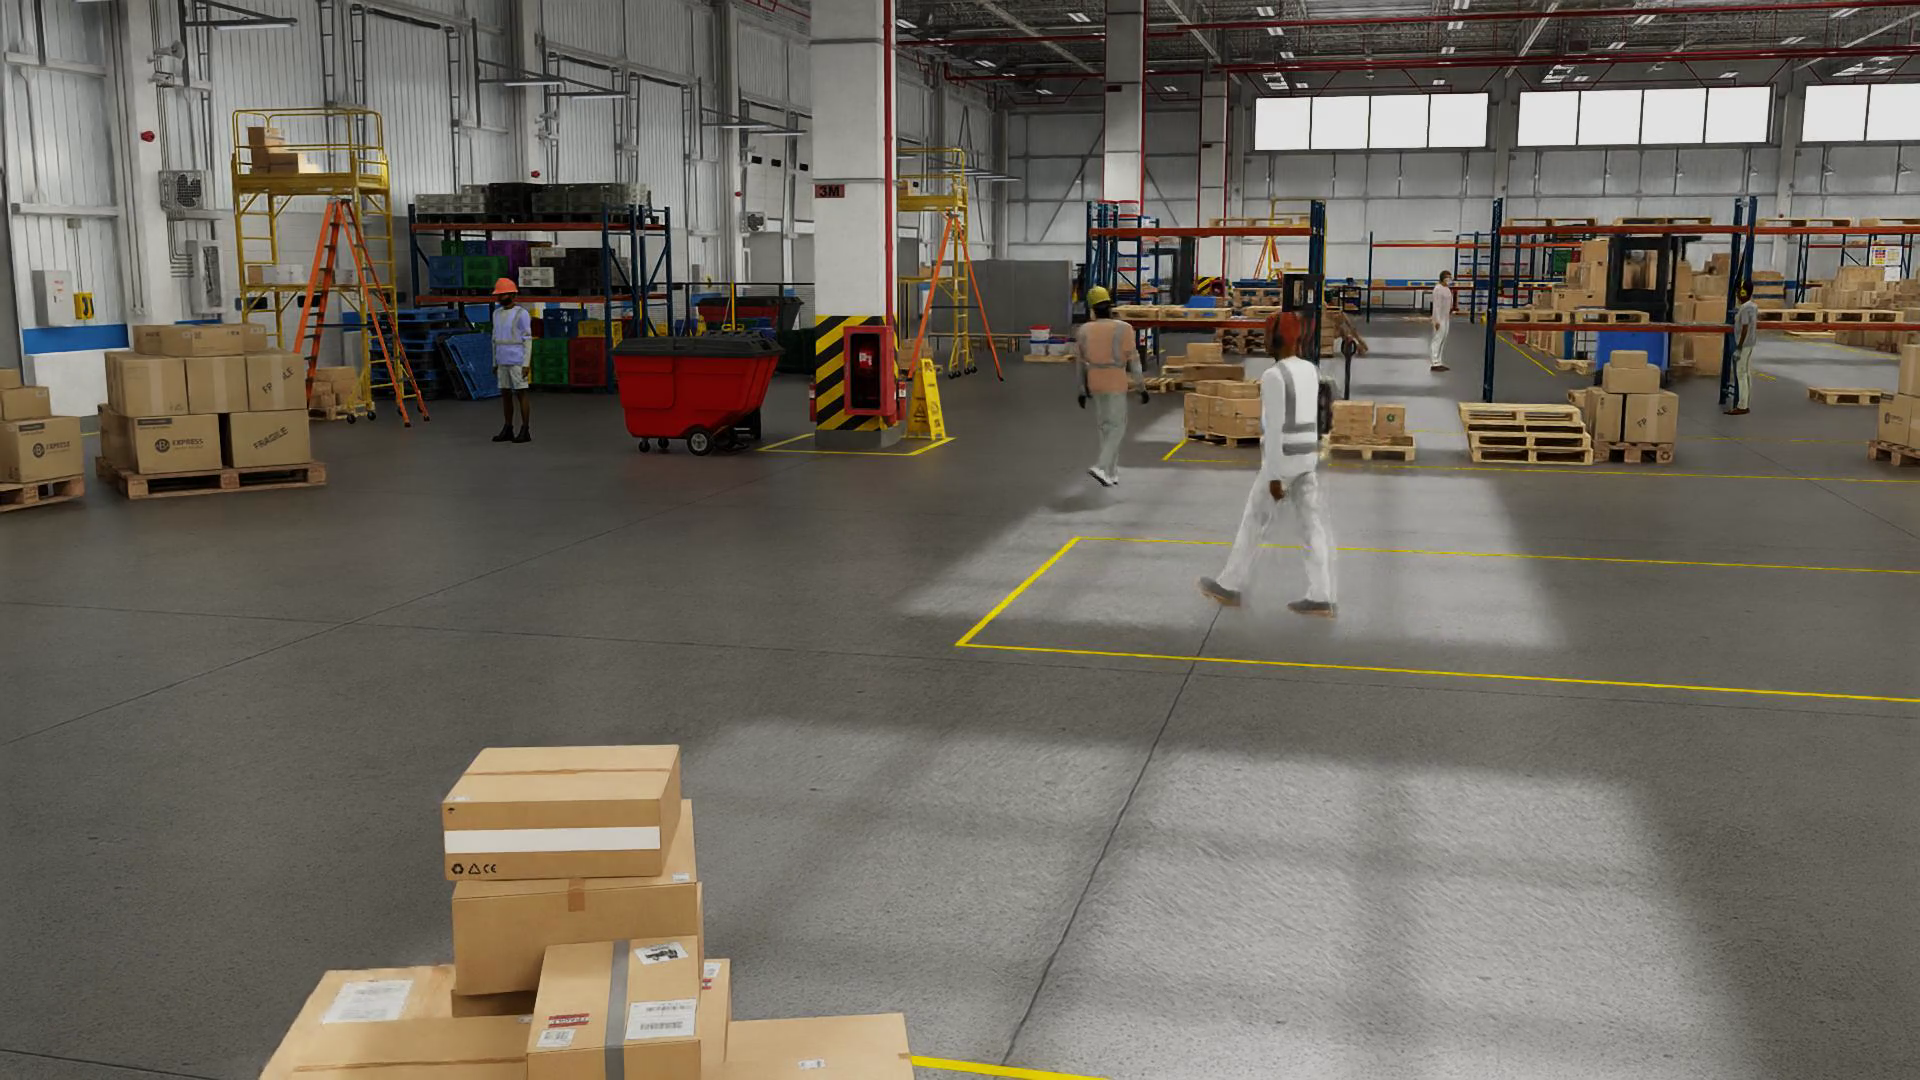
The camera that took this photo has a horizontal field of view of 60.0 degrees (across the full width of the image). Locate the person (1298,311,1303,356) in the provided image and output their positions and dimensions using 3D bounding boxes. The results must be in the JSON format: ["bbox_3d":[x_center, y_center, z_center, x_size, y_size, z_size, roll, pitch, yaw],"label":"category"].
[{"bbox_3d":[6.622,-4.100,31.921,0.325,1.736,0.487,6,11,31],"label":"person"}]

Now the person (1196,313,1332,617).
[{"bbox_3d":[1.926,-0.469,10.238,0.592,1.834,0.962,-9,13,-44],"label":"person"}]

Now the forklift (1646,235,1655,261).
[{"bbox_3d":[20.860,-7.676,49.598,1.129,2.768,1.873,-3,10,-16],"label":"forklift"}]

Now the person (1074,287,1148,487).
[{"bbox_3d":[1.413,-1.453,15.849,0.692,1.893,0.576,5,11,27],"label":"person"}]

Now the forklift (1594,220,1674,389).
[{"bbox_3d":[11.373,-3.991,27.905,1.129,2.768,1.873,5,11,26],"label":"forklift"}]

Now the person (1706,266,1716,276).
[{"bbox_3d":[22.854,-7.404,50.805,0.369,1.932,0.633,5,11,29],"label":"person"}]

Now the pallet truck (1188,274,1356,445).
[{"bbox_3d":[3.653,-2.138,19.590,1.885,1.965,0.823,-4,10,-20],"label":"pallet truck"}]

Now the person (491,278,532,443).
[{"bbox_3d":[-5.302,-2.104,19.563,0.550,1.935,0.375,5,11,27],"label":"person"}]

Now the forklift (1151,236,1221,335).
[{"bbox_3d":[6.407,-7.191,46.742,1.873,2.768,1.129,2,10,14],"label":"forklift"}]

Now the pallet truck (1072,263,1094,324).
[{"bbox_3d":[4.325,-8.180,55.162,0.823,1.965,1.885,6,11,31],"label":"pallet truck"}]

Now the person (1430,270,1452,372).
[{"bbox_3d":[9.230,-4.194,31.872,0.354,1.936,0.636,6,11,32],"label":"person"}]

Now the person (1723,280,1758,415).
[{"bbox_3d":[10.823,-2.652,23.013,0.328,1.865,0.520,8,12,38],"label":"person"}]
